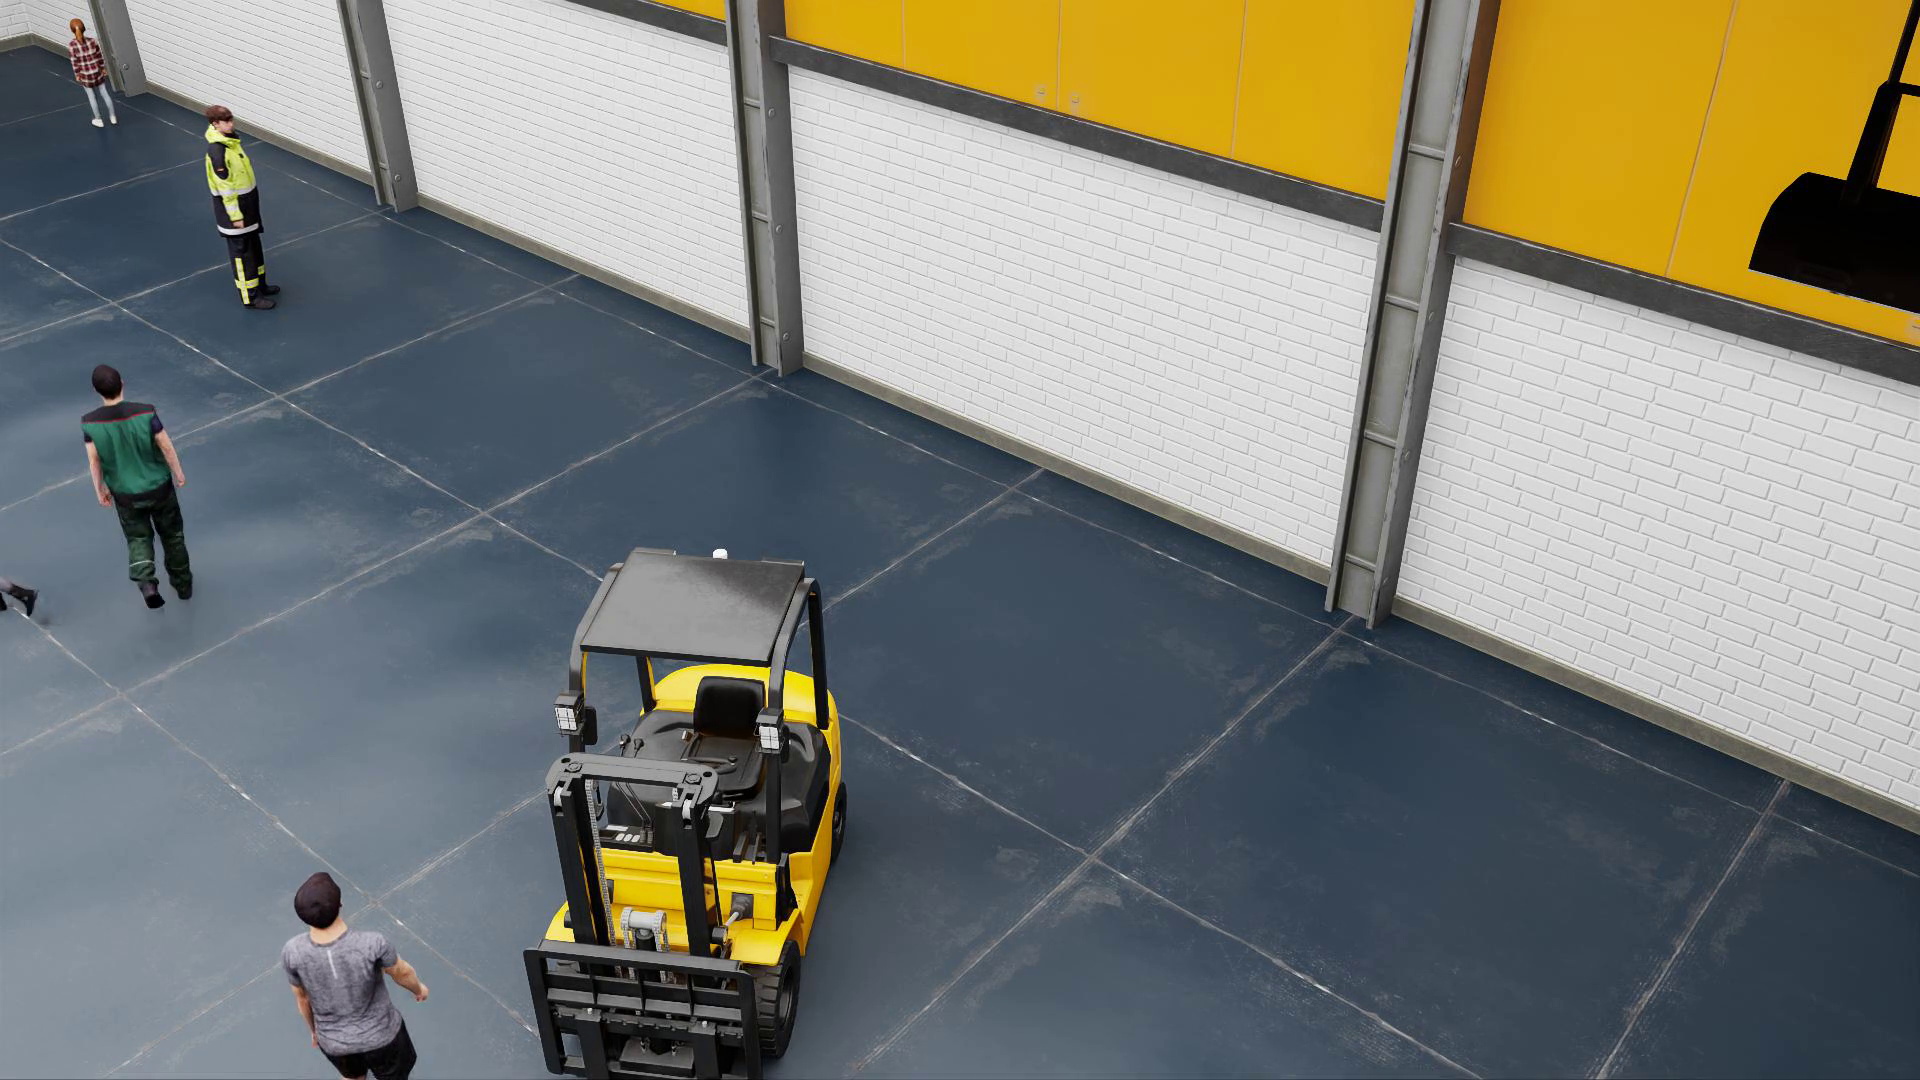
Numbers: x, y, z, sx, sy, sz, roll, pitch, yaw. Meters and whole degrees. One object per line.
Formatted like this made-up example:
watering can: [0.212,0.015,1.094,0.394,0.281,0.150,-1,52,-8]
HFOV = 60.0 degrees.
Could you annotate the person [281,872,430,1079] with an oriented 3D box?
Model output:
person: [-2.804,2.314,7.780,0.801,1.868,0.864,-2,34,-4]

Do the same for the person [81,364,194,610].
person: [-5.774,-0.312,11.718,0.957,1.880,1.051,-10,35,-14]

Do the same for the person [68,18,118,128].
person: [-10.666,-5.740,20.403,0.553,1.305,0.538,-27,42,-34]

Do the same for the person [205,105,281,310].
person: [-6.959,-3.217,16.000,0.921,1.977,0.844,-5,34,-7]
